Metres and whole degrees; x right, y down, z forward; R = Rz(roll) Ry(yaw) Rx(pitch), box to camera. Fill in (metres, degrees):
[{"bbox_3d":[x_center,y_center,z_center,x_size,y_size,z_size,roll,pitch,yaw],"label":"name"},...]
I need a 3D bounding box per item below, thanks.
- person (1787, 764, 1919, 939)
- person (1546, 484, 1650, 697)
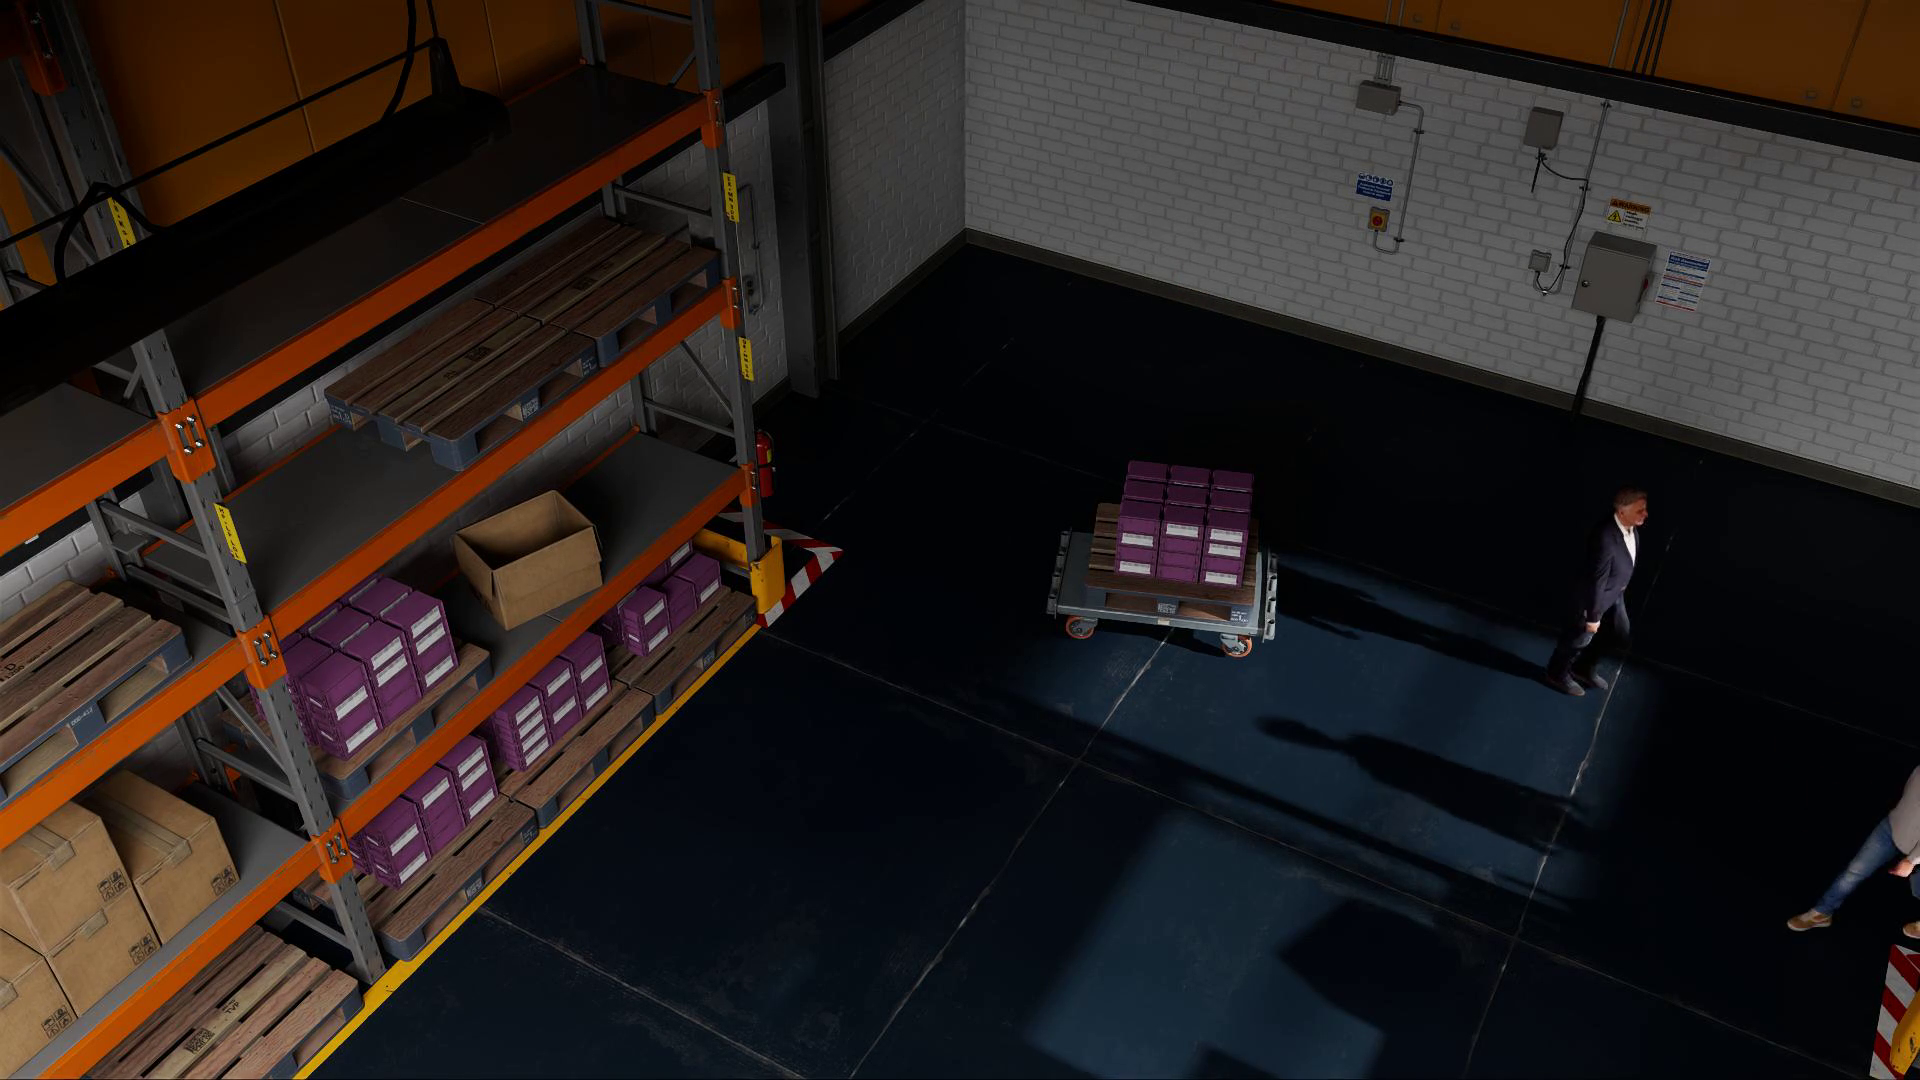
[{"bbox_3d":[5.625,1.729,9.603,1.179,1.862,1.181,-4,39,-5],"label":"person"},{"bbox_3d":[4.323,0.309,11.430,0.844,1.801,0.682,30,48,32],"label":"person"}]
